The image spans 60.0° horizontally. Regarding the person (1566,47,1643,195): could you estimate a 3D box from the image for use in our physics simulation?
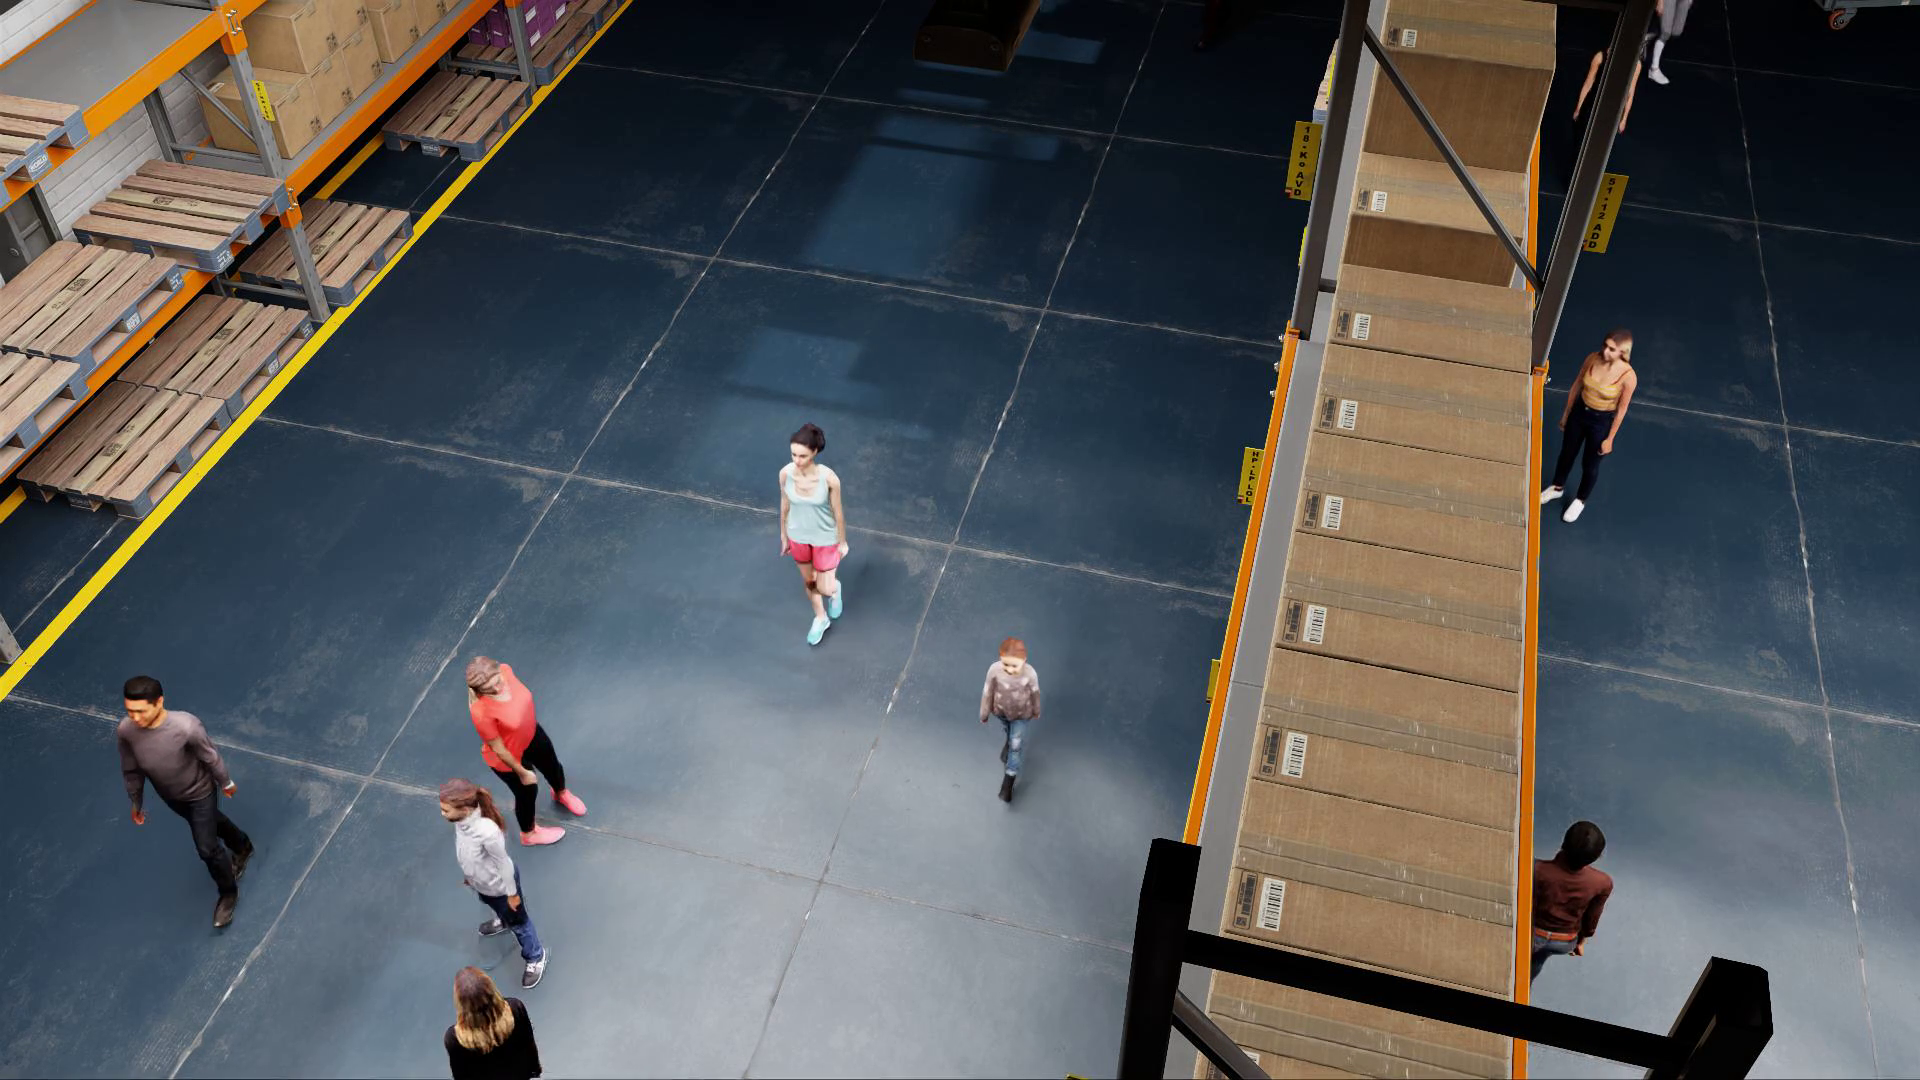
[{"bbox_3d":[5.756,-3.880,14.936,0.593,1.682,0.572,11,45,11],"label":"person"}]

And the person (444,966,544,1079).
[{"bbox_3d":[-2.197,2.671,8.079,0.889,1.657,0.893,-26,49,-25],"label":"person"}]

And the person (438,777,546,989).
[{"bbox_3d":[-2.511,1.834,9.034,0.749,1.551,0.698,20,47,20],"label":"person"}]

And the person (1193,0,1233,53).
[{"bbox_3d":[2.694,-5.962,17.087,1.108,1.731,0.964,-32,52,-29],"label":"person"}]

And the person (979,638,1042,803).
[{"bbox_3d":[0.331,0.985,10.206,0.507,1.164,0.802,11,45,11],"label":"person"}]

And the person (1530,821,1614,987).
[{"bbox_3d":[3.015,2.098,8.604,0.684,1.761,1.017,8,44,9],"label":"person"}]

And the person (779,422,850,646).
[{"bbox_3d":[-0.925,-0.067,10.881,0.585,1.756,0.675,10,45,11],"label":"person"}]

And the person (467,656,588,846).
[{"bbox_3d":[-2.636,1.235,9.572,0.803,1.676,0.573,0,44,0],"label":"person"}]

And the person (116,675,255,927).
[{"bbox_3d":[-4.331,1.335,9.414,0.843,1.748,0.688,10,45,11],"label":"person"}]

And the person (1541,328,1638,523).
[{"bbox_3d":[4.481,-0.835,11.780,0.681,1.627,0.649,-28,50,-26],"label":"person"}]

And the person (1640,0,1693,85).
[{"bbox_3d":[7.060,-5.427,16.553,0.865,1.693,0.948,-17,46,-17],"label":"person"}]
